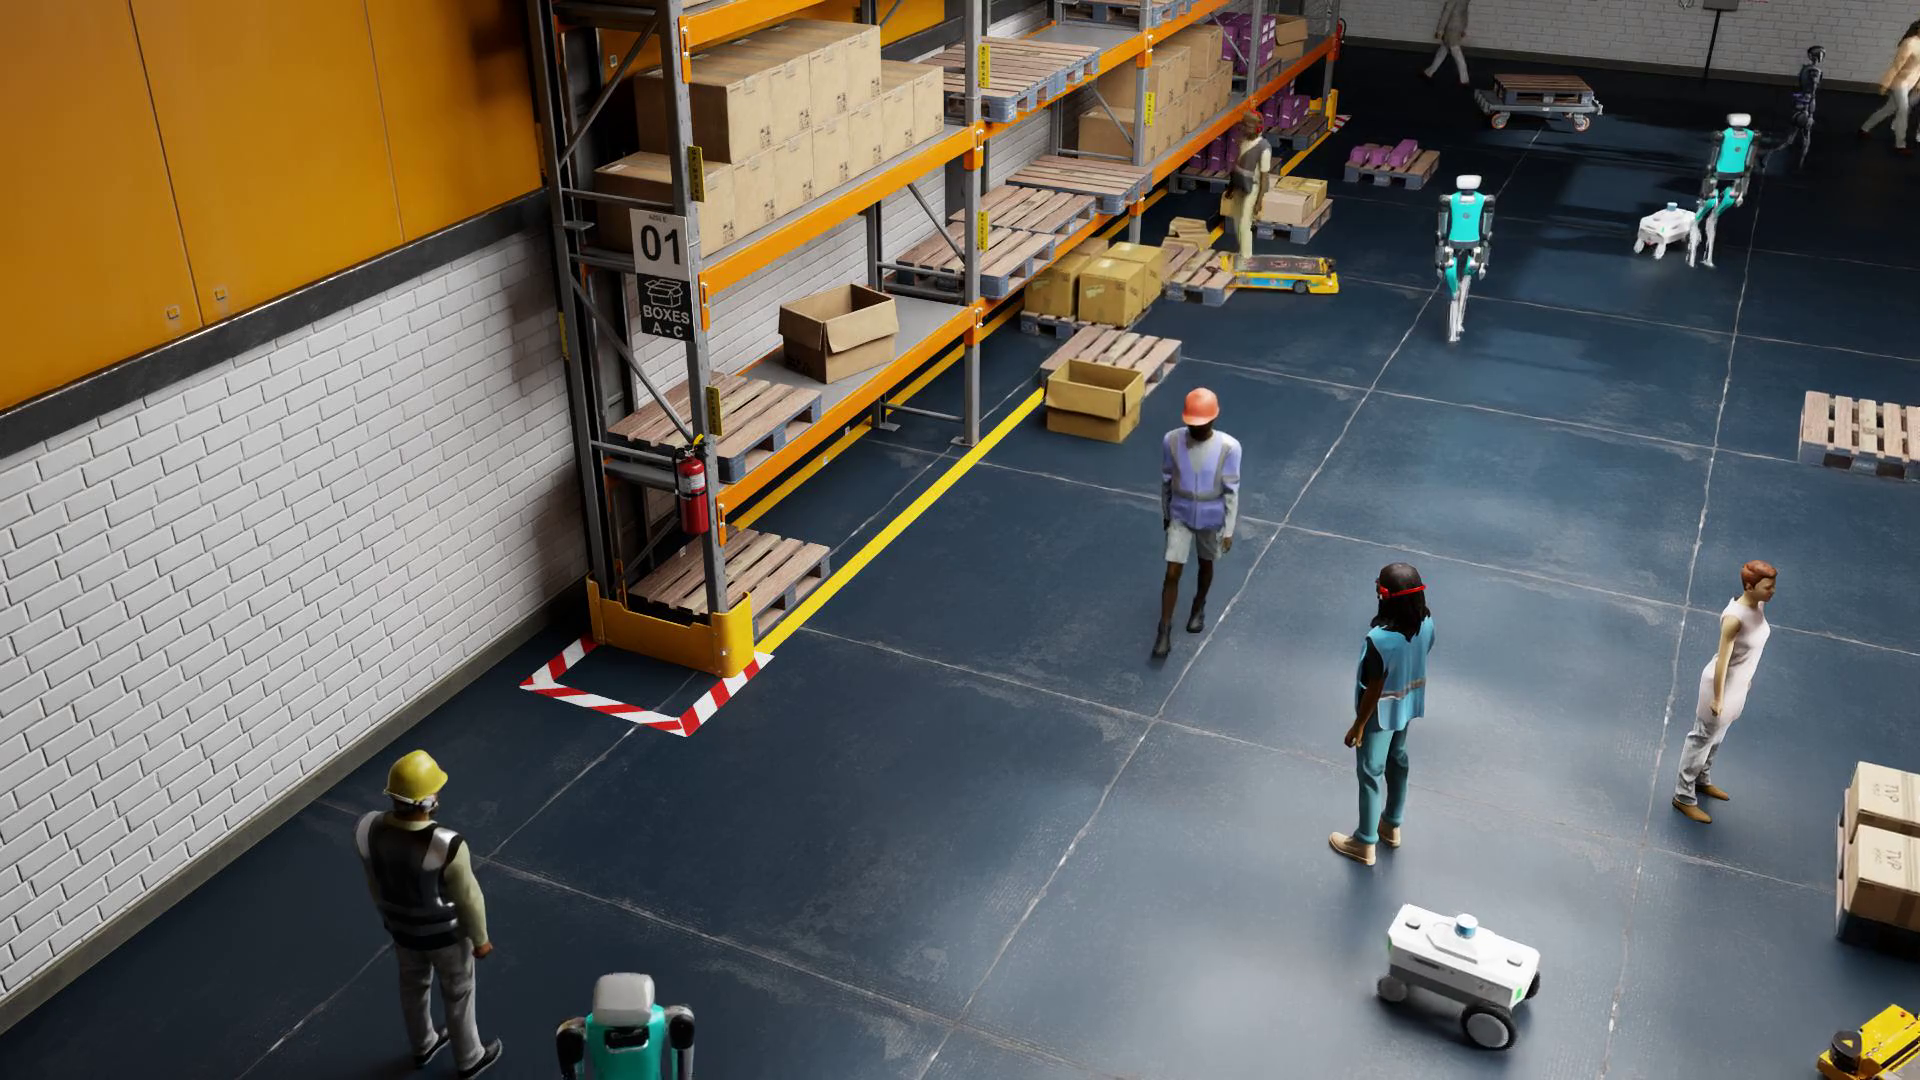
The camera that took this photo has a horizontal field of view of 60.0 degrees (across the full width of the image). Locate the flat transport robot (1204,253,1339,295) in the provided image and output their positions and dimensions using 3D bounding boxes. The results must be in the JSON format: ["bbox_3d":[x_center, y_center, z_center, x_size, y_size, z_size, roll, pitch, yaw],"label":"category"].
[{"bbox_3d":[3.382,-2.904,18.112,1.431,0.231,0.659,4,29,7],"label":"flat transport robot"}]

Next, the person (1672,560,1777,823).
[{"bbox_3d":[4.471,0.858,9.667,0.285,1.661,0.445,24,37,38],"label":"person"}]

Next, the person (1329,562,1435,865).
[{"bbox_3d":[2.371,0.972,9.243,0.535,1.865,0.373,-21,35,-34],"label":"person"}]

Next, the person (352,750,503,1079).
[{"bbox_3d":[-2.473,1.778,7.803,0.598,1.821,0.404,9,30,16],"label":"person"}]

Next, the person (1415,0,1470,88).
[{"bbox_3d":[7.668,-8.014,26.004,0.978,1.779,0.537,22,35,34],"label":"person"}]

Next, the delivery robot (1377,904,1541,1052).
[{"bbox_3d":[2.549,2.173,8.418,0.808,0.614,0.499,16,32,27],"label":"delivery robot"}]

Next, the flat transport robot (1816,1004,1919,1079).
[{"bbox_3d":[4.839,2.706,7.711,0.659,0.231,1.431,-17,33,-29],"label":"flat transport robot"}]

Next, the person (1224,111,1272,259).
[{"bbox_3d":[3.132,-3.751,18.067,0.405,1.841,0.580,-12,30,-20],"label":"person"}]

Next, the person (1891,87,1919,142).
[{"bbox_3d":[13.444,-6.483,23.047,0.640,1.886,0.531,10,30,18],"label":"person"}]

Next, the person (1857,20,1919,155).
[{"bbox_3d":[12.829,-6.265,22.711,0.576,1.829,0.953,-16,32,-27],"label":"person"}]

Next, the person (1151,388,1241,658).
[{"bbox_3d":[1.582,-0.108,11.216,0.550,1.900,0.906,8,29,14],"label":"person"}]

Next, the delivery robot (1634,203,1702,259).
[{"bbox_3d":[8.093,-3.563,19.017,0.774,0.579,0.499,-19,34,-31],"label":"delivery robot"}]

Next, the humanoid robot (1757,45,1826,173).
[{"bbox_3d":[10.932,-5.616,21.699,0.690,1.648,0.590,5,29,9],"label":"humanoid robot"}]

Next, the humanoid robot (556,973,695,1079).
[{"bbox_3d":[-1.252,2.520,6.492,0.561,1.735,1.011,-6,29,-12],"label":"humanoid robot"}]

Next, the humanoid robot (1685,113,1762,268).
[{"bbox_3d":[8.341,-3.864,18.351,0.543,1.790,0.684,0,28,-1],"label":"humanoid robot"}]

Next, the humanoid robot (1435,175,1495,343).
[{"bbox_3d":[4.901,-2.771,16.300,0.570,1.731,0.989,7,29,13],"label":"humanoid robot"}]
